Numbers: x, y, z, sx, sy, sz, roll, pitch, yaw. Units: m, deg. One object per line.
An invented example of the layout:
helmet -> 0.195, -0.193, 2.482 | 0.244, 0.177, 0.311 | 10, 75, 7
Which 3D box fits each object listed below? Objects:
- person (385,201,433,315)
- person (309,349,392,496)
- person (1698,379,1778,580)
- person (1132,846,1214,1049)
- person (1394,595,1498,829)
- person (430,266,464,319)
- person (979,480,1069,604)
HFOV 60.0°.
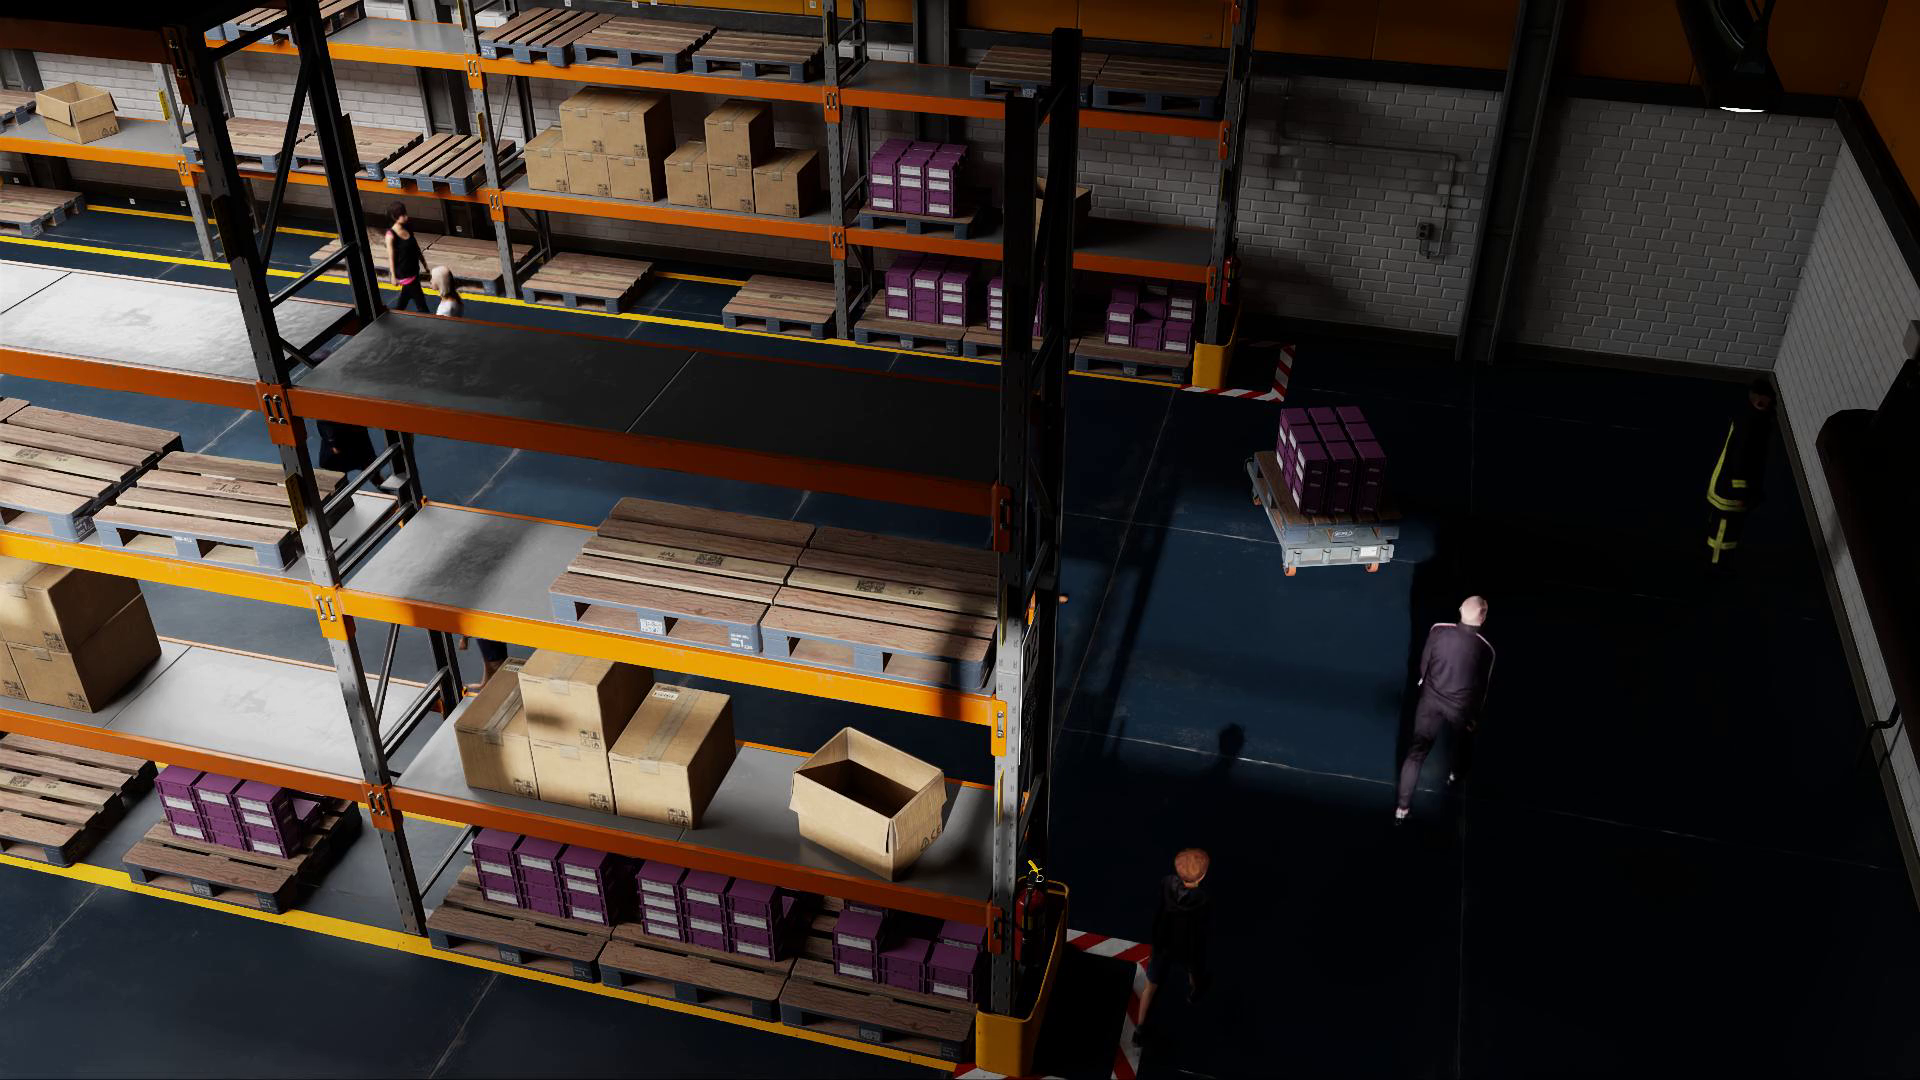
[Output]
person -> -6.019, -2.901, 17.919 | 1.000, 1.511, 0.559 | 8, 34, 12
person -> -5.407, -0.900, 14.806 | 1.109, 1.625, 0.834 | 3, 34, 4
person -> 6.550, -0.575, 14.109 | 0.807, 1.856, 0.859 | 15, 37, 22
person -> 1.261, 2.453, 9.957 | 0.990, 1.409, 0.829 | 22, 40, 30
person -> 3.316, 1.208, 11.485 | 1.240, 1.792, 1.008 | 21, 39, 28
person -> -4.799, -1.867, 16.162 | 0.978, 1.735, 0.788 | -5, 34, -7
person -> 0.319, -0.290, 13.706 | 1.136, 1.827, 0.889 | 18, 38, 25
